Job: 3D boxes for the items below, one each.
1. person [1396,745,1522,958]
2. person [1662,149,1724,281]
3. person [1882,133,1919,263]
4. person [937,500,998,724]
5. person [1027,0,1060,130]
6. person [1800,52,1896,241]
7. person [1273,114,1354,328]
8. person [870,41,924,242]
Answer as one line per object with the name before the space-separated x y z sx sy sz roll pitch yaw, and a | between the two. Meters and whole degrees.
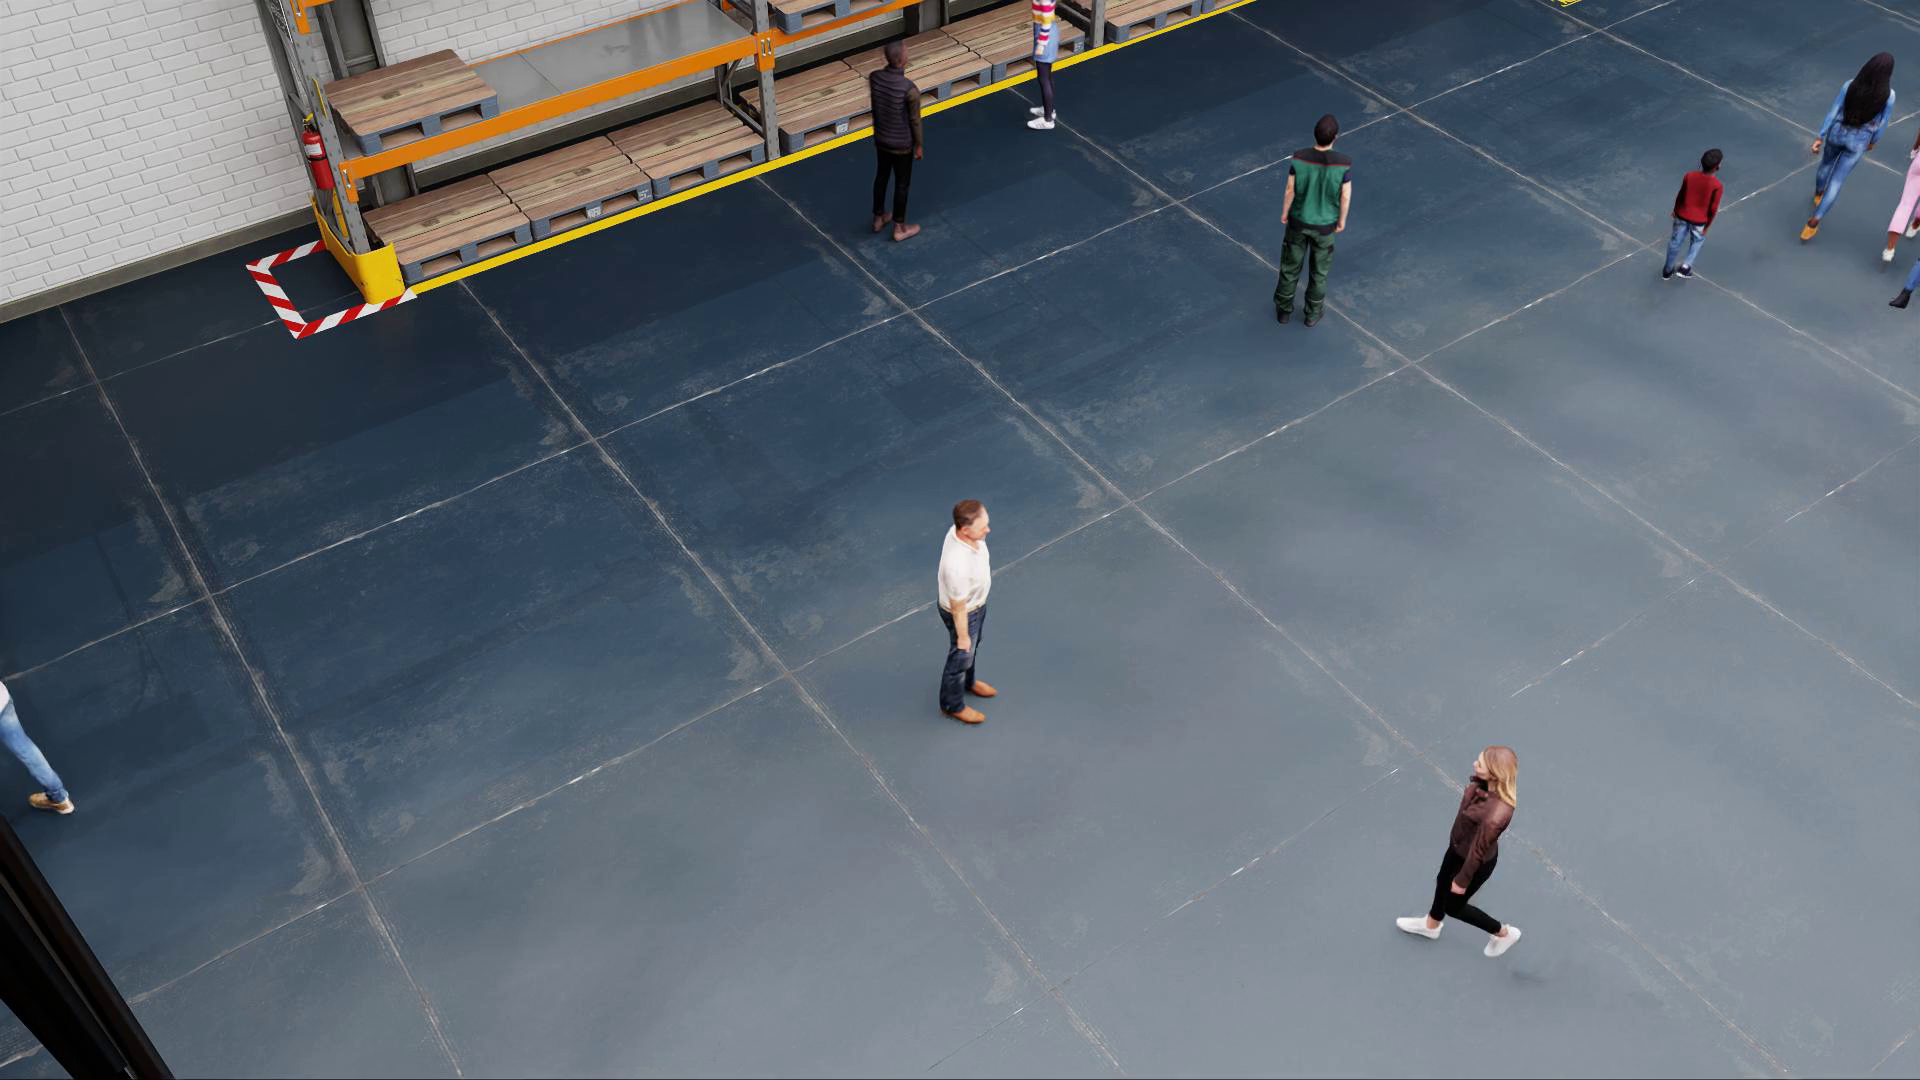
person | 2.889 1.756 9.172 0.983 1.692 0.941 10 44 10
person | 6.248 -2.751 14.225 0.566 1.247 0.571 26 50 25
person | 8.363 -3.183 14.352 0.886 1.698 1.211 23 48 23
person | 0.001 0.421 10.462 0.816 1.846 0.740 11 45 11
person | 0.830 -4.827 15.997 0.756 1.808 0.697 7 44 7
person | 7.756 -3.419 14.614 0.836 1.678 1.163 29 51 27
person | 2.884 -2.608 13.601 0.764 1.901 0.799 11 45 11
person | -0.585 -3.504 14.593 0.768 1.830 0.691 29 51 27
